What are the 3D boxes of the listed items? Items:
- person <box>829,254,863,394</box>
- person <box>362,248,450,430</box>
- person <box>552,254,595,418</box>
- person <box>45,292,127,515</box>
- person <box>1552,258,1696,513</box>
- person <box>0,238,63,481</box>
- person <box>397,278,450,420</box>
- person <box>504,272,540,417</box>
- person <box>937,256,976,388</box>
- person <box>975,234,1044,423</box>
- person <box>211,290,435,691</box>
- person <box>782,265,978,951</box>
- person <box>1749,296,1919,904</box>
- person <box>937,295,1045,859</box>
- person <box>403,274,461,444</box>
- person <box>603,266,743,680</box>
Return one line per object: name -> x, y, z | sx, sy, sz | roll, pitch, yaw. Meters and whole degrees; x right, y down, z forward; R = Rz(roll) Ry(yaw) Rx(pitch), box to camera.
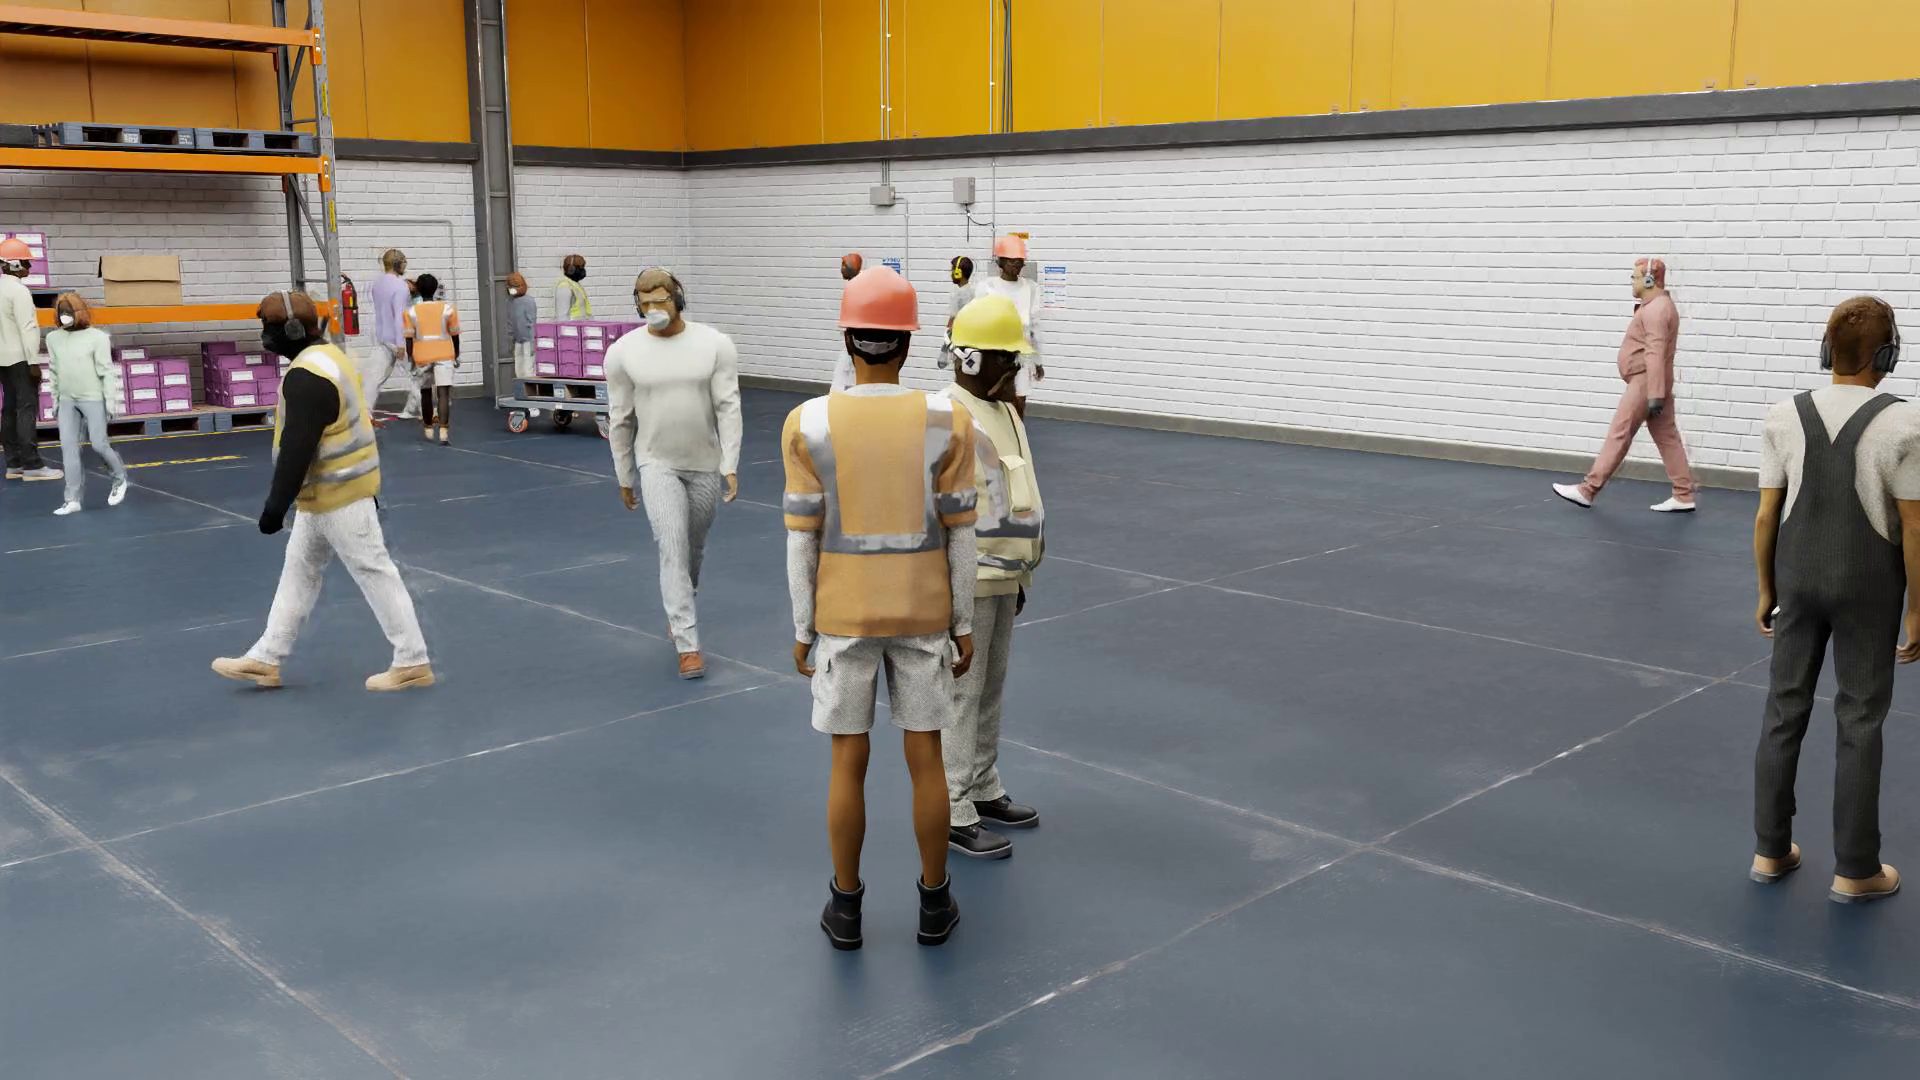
person -> -1.111, -2.108, 17.622 | 1.007, 1.832, 0.597 | 3, 11, 14
person -> -5.901, -2.087, 17.360 | 0.648, 1.889, 1.014 | 9, 14, 41
person -> -4.140, -2.222, 18.287 | 0.829, 1.803, 0.629 | -1, 10, -5
person -> -6.454, -1.020, 12.268 | 0.518, 1.614, 0.653 | 1, 10, 6
person -> 4.960, -1.125, 12.188 | 1.013, 1.850, 0.674 | 6, 12, 29
person -> -7.785, -1.487, 13.787 | 0.627, 1.991, 0.397 | 8, 13, 37
person -> -6.028, -2.143, 18.571 | 0.529, 1.554, 1.012 | 4, 11, 23
person -> -4.906, -2.193, 18.650 | 0.542, 1.618, 0.357 | 9, 14, 41
person -> 0.068, -1.882, 16.408 | 0.955, 1.829, 0.536 | 5, 12, 26
person -> 0.412, -1.540, 13.988 | 0.608, 2.031, 0.473 | -6, 12, -30
person -> -2.830, -0.189, 7.273 | 1.013, 1.780, 0.622 | -3, 11, -18
person -> -0.222, 0.206, 4.704 | 0.543, 1.938, 0.356 | -1, 10, -4
person -> 2.682, 0.186, 5.081 | 0.343, 1.840, 0.507 | -9, 14, -40
person -> 0.077, 0.114, 5.499 | 0.404, 1.829, 0.588 | 4, 11, 21
person -> -5.150, -1.771, 16.271 | 0.530, 1.654, 0.887 | -3, 11, -14
person -> -1.367, -0.359, 7.935 | 0.628, 1.891, 1.015 | -3, 11, -16
